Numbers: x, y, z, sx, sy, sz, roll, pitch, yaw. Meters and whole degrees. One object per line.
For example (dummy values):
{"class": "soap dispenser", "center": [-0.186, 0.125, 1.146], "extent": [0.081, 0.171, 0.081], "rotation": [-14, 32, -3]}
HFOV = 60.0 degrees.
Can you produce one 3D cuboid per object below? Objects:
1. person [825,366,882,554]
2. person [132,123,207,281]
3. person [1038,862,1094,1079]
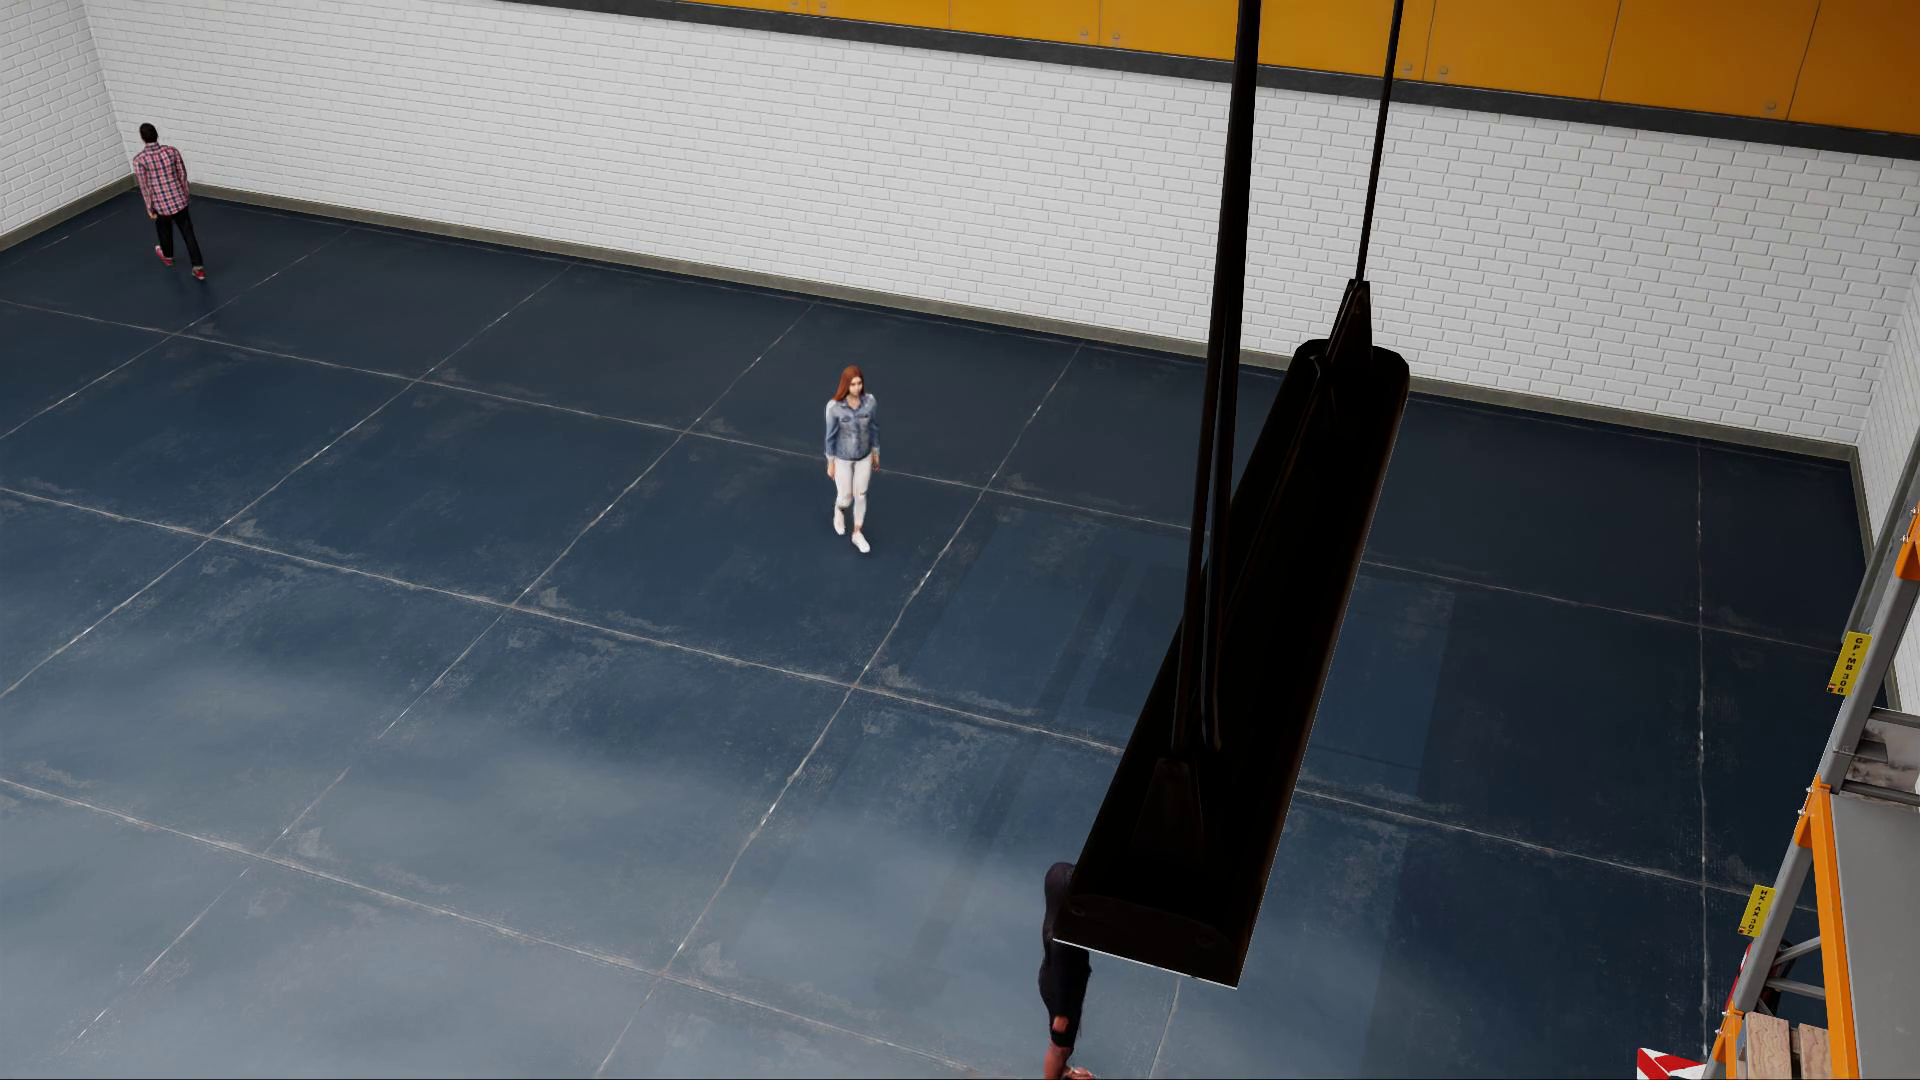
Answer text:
{"class": "person", "center": [-0.920, -0.711, 13.719], "extent": [0.834, 1.691, 0.896], "rotation": [-13, 36, -19]}
{"class": "person", "center": [-8.576, -3.651, 18.106], "extent": [1.163, 1.731, 1.094], "rotation": [-26, 41, -33]}
{"class": "person", "center": [0.543, 2.405, 9.005], "extent": [0.703, 1.720, 0.502], "rotation": [9, 35, 13]}
